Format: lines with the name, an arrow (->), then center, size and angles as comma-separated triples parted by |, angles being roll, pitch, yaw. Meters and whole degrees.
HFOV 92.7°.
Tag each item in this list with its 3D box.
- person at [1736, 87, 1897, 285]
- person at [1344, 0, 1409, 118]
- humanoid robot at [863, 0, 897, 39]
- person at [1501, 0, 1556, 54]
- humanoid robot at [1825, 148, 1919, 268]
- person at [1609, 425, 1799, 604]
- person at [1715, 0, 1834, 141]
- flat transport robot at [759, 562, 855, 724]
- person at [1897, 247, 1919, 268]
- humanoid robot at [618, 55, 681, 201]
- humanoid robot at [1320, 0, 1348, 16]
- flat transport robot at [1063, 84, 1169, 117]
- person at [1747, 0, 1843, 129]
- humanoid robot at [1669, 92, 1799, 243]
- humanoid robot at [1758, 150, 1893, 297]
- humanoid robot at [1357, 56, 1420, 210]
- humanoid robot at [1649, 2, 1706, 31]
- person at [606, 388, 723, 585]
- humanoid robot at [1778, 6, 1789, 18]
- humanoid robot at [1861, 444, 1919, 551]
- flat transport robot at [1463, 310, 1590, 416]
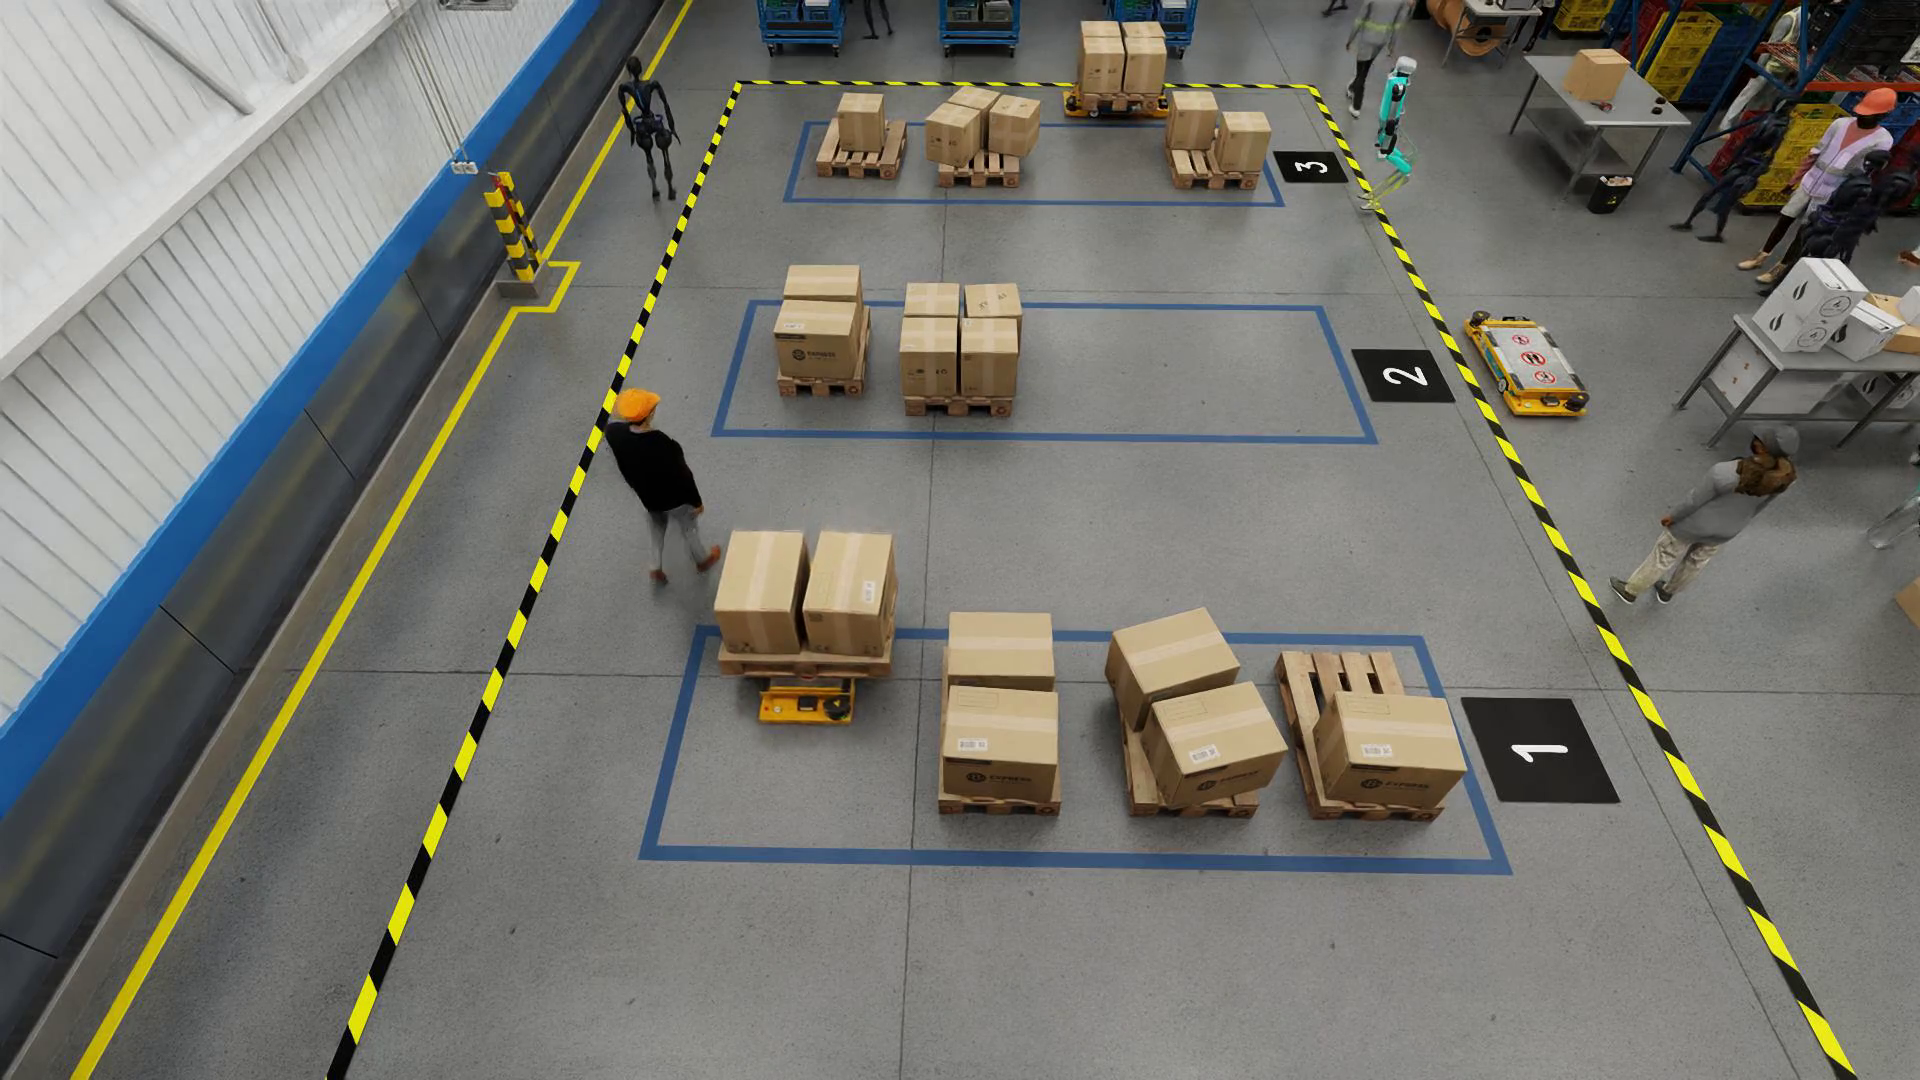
person -> 8.927, -3.657, 9.540 | 0.402, 2.029, 0.606 | -15, 51, -12
person -> 5.560, -6.768, 12.377 | 0.608, 1.796, 0.956 | 1, 49, 1
humanoid robot -> -1.323, -8.552, 14.007 | 0.603, 1.648, 0.465 | -33, 57, -25
person -> 8.763, -8.331, 13.621 | 0.367, 1.966, 0.602 | -31, 56, -24
humanoid robot -> 9.256, -3.236, 9.406 | 0.587, 1.645, 0.430 | -33, 57, -25
person -> 5.437, -0.134, 6.655 | 0.572, 1.769, 0.398 | 1, 49, 1
person -> 10.502, -6.087, 11.763 | 0.631, 1.839, 0.429 | -8, 50, -7
flat transport robot -> -1.084, 0.709, 6.901 | 0.652, 0.197, 1.431 | 1, 49, 1
person -> 10.947, -3.644, 9.642 | 0.537, 1.853, 0.657 | -15, 51, -13
humanoid robot -> -3.614, -4.798, 10.752 | 0.584, 1.643, 0.386 | -6, 49, -5
humanoid robot -> 6.230, -9.325, 14.682 | 0.693, 1.629, 0.615 | -17, 51, -14
flat transport robot -> 2.186, -6.201, 12.882 | 1.431, 0.197, 0.652 | 1, 49, 1
person -> 10.834, -6.176, 11.852 | 0.412, 1.819, 0.601 | 32, 56, 25
humanoid robot -> 8.653, -4.082, 10.151 | 0.561, 1.642, 0.616 | 7, 49, 6
humanoid robot -> 8.817, -3.175, 9.346 | 0.335, 1.656, 0.597 | 14, 51, 12
humanoid robot -> 5.030, -4.588, 10.444 | 0.735, 1.677, 0.533 | 10, 50, 8
humanoid robot -> 10.547, -7.800, 13.311 | 0.944, 1.755, 0.544 | 15, 51, 13
person -> -2.199, -0.330, 6.759 | 0.652, 1.869, 0.679 | 15, 51, 12
humanoid robot -> 13.154, -8.771, 14.199 | 0.609, 1.646, 0.418 | 4, 49, 4
humanoid robot -> 7.739, -0.557, 7.058 | 0.631, 1.813, 0.540 | 2, 49, 2
flat transport robot -> 5.573, -1.757, 9.054 | 0.659, 0.231, 1.431 | 1, 49, 1
